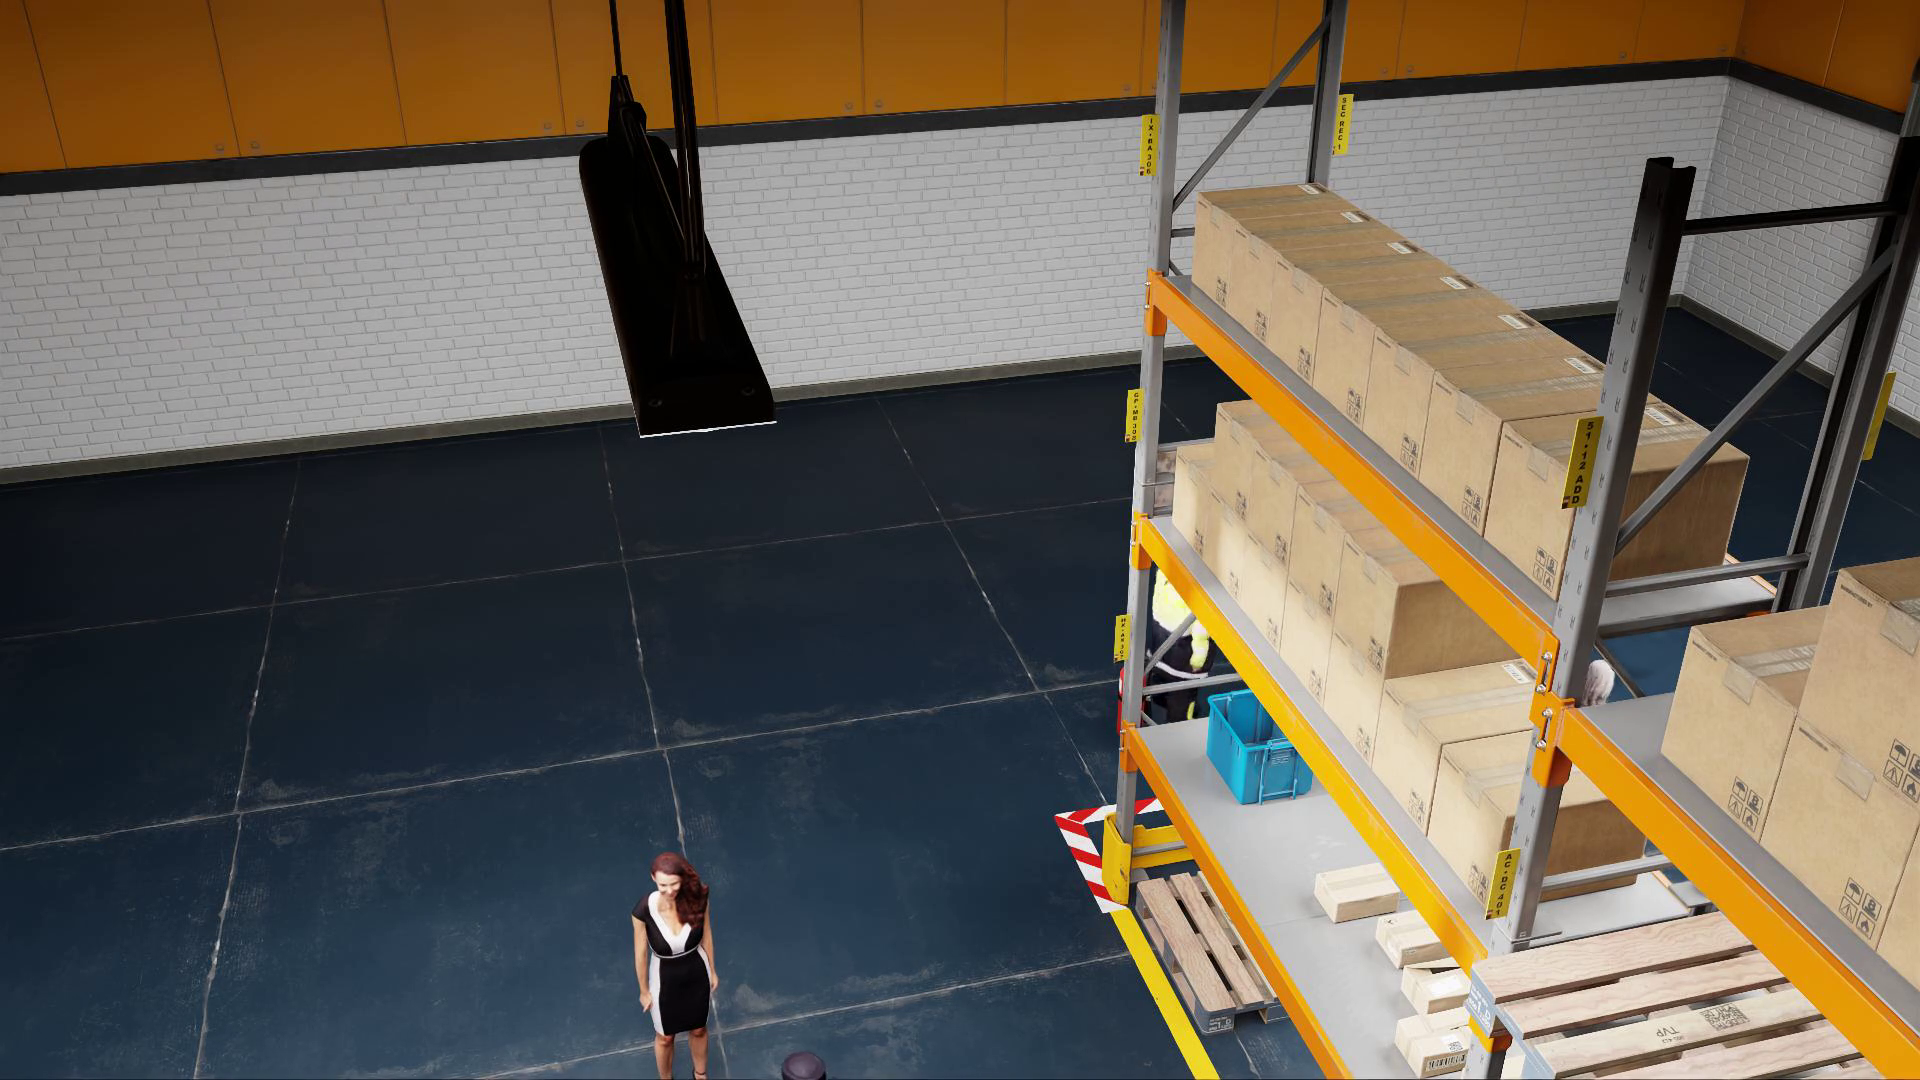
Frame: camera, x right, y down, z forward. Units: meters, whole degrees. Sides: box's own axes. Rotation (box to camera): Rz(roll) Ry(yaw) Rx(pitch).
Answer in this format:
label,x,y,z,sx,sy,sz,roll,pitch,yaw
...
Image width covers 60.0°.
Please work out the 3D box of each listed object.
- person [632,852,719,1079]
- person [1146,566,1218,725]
label,x,y,z,sx,sy,sz,roll,pitch,yaw
person,-1.535,2.426,9.096,0.614,1.795,0.540,-11,31,-20
person,1.674,0.713,12.060,0.958,1.964,0.867,-18,33,-30
